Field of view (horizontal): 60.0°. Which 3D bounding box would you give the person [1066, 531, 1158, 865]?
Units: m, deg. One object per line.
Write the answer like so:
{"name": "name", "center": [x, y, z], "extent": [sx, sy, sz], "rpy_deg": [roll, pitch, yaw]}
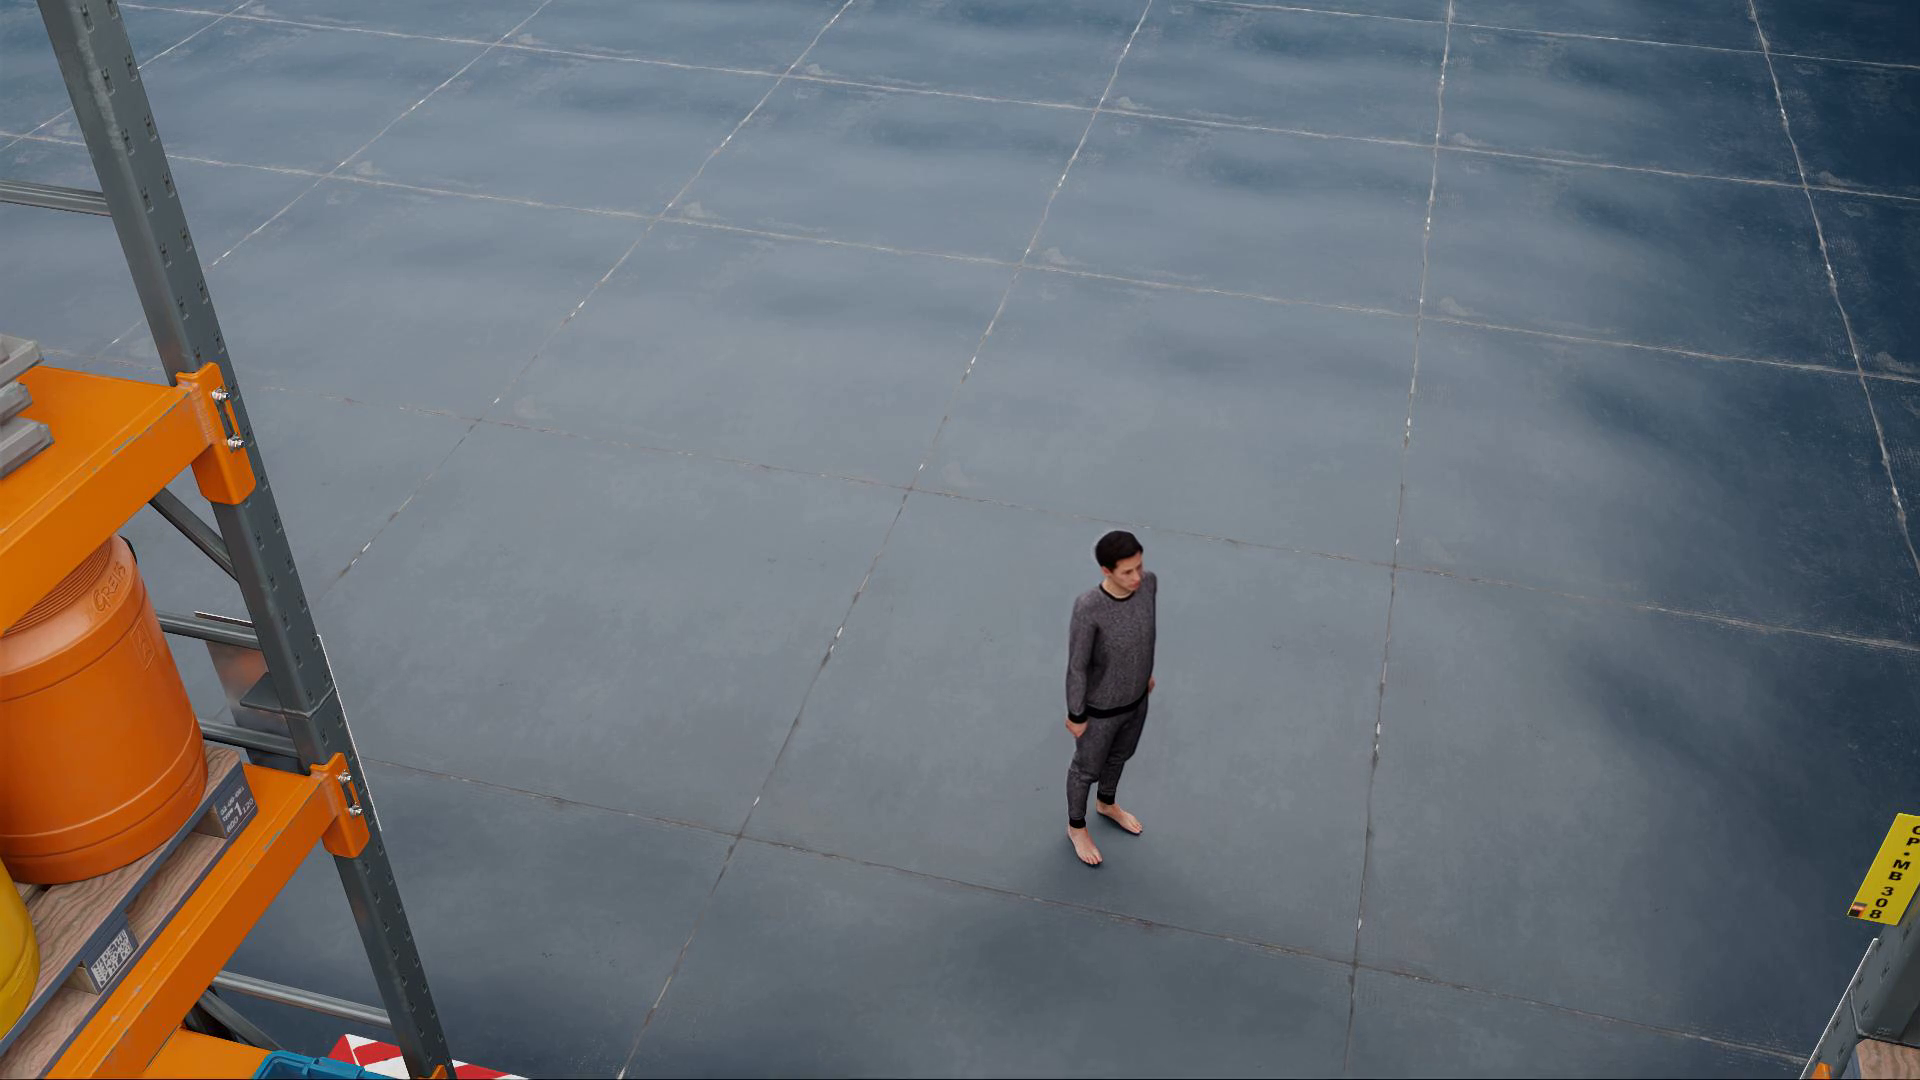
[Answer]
{"name": "person", "center": [0.697, 0.697, 7.685], "extent": [0.701, 1.843, 0.820], "rpy_deg": [-28, 46, -31]}
